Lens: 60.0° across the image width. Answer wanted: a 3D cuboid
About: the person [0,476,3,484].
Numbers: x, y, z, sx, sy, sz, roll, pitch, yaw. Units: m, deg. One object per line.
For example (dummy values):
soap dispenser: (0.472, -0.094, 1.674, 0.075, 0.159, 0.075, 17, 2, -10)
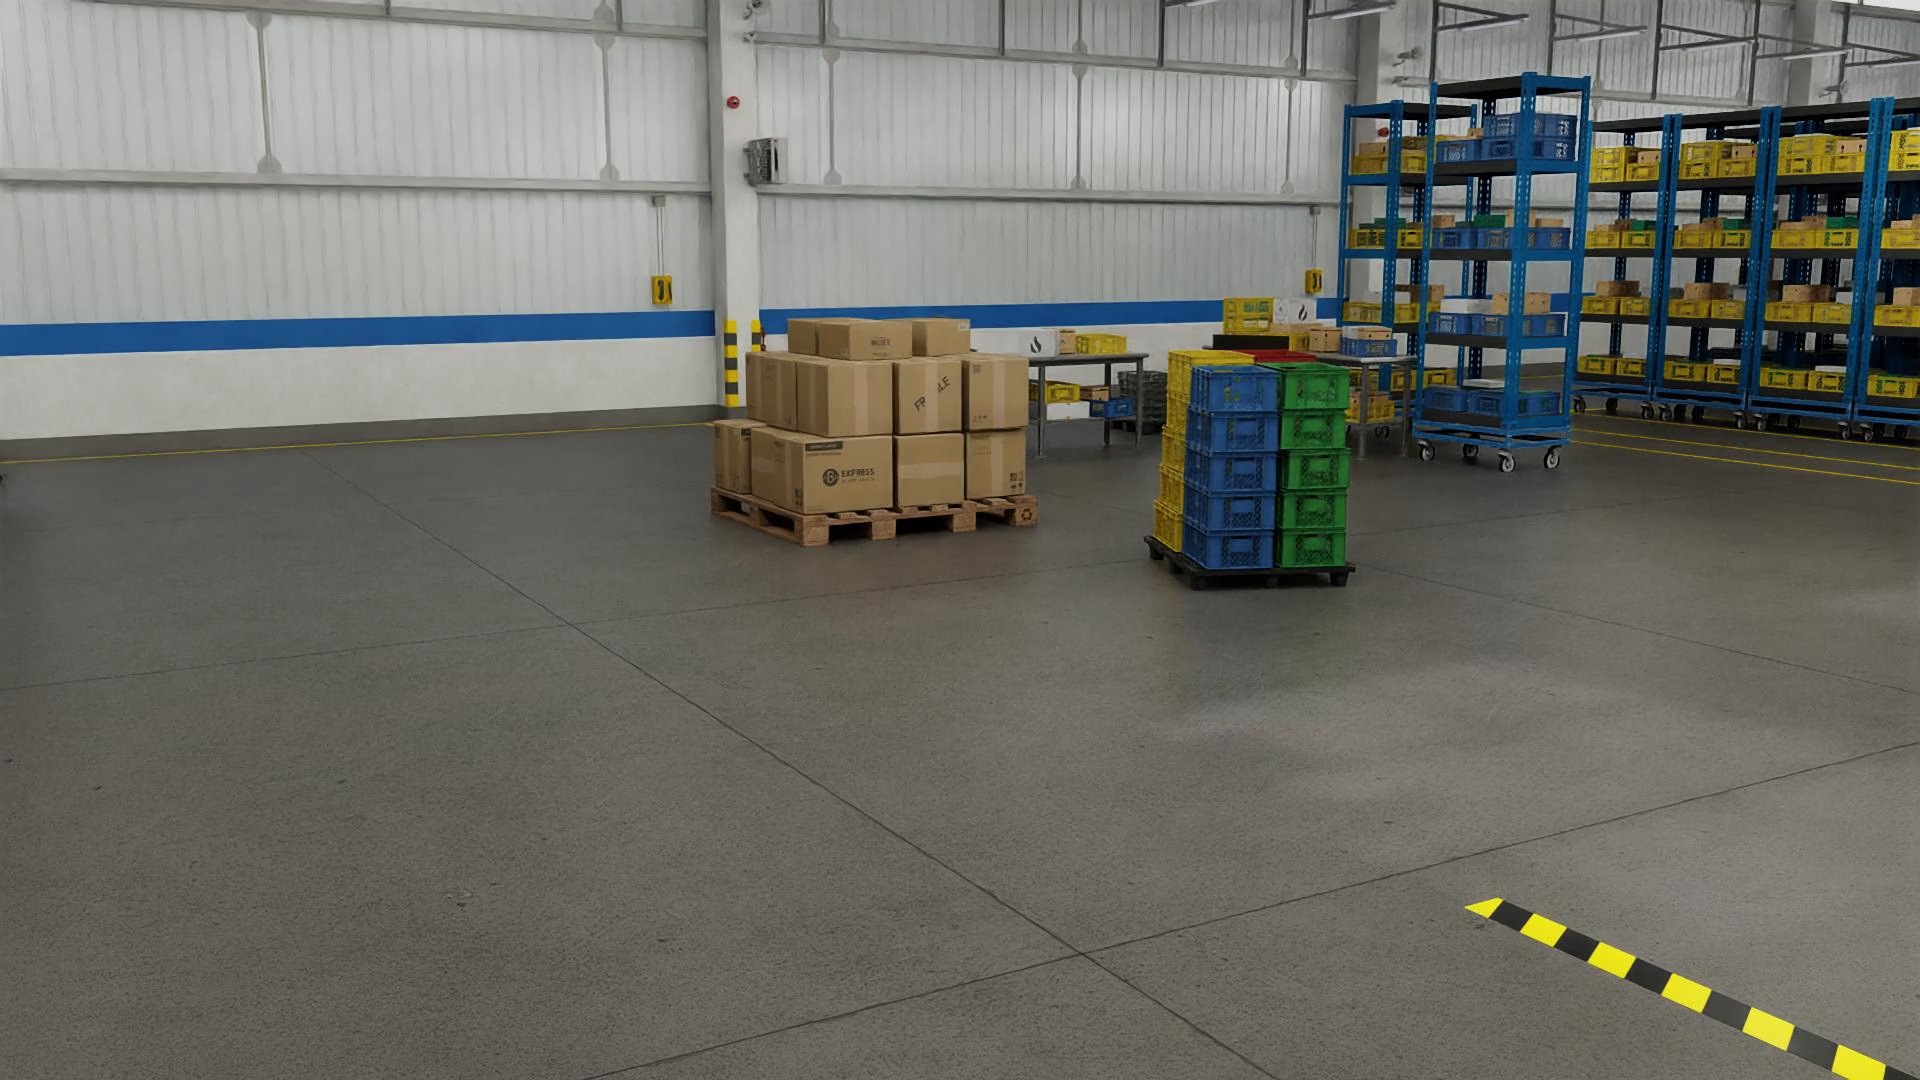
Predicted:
person: (-7.658, -1.066, 12.445, 0.654, 1.921, 0.548, -7, 12, -35)
